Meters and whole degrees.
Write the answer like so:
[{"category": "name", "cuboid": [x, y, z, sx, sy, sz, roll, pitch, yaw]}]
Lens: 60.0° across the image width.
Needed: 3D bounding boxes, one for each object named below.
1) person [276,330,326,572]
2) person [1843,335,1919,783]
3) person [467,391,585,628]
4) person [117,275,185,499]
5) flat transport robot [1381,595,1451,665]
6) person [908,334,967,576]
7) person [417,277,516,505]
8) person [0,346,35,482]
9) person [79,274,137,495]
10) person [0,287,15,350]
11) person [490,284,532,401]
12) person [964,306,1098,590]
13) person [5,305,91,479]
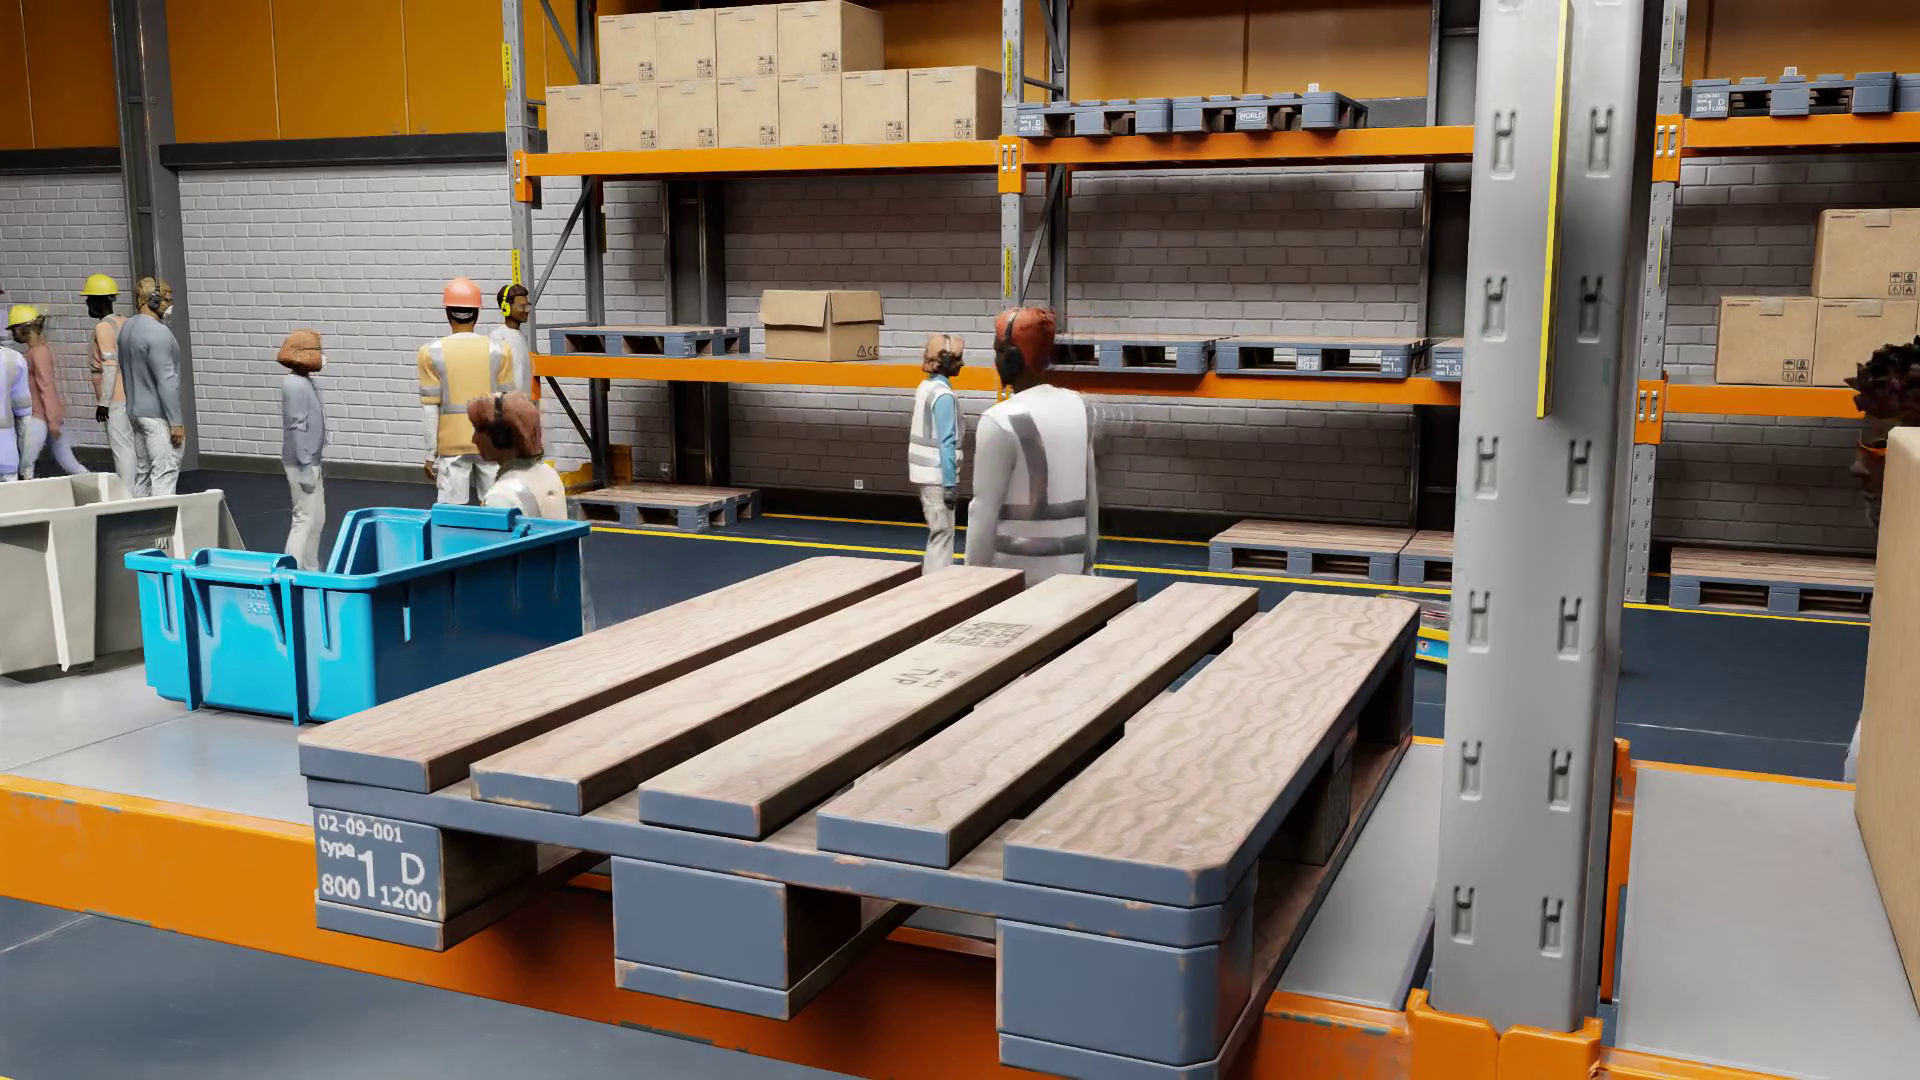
[{"category": "person", "cuboid": [-3.904, -0.418, 9.893, 0.320, 1.648, 0.517, -2, 10, -14]}, {"category": "person", "cuboid": [1.674, 0.601, 2.889, 1.032, 1.906, 0.625, 5, 11, 25]}, {"category": "person", "cuboid": [-1.496, 0.319, 5.470, 0.768, 1.609, 0.536, 1, 10, 9]}, {"category": "person", "cuboid": [-5.428, -0.811, 11.251, 0.627, 1.935, 0.371, 8, 13, 41]}, {"category": "flat transport robot", "cuboid": [2.503, 0.483, 8.468, 0.652, 0.197, 1.431, -9, 13, -43]}, {"category": "person", "cuboid": [-0.106, -0.321, 9.214, 0.359, 1.632, 0.537, -2, 10, -14]}, {"category": "person", "cuboid": [-2.846, -0.547, 9.655, 0.543, 1.939, 0.362, -4, 10, -22]}, {"category": "person", "cuboid": [-5.146, -0.386, 8.704, 0.377, 1.933, 0.587, 8, 12, 38]}, {"category": "person", "cuboid": [-6.835, -1.169, 13.410, 0.371, 1.929, 0.584, -2, 10, -12]}, {"category": "person", "cuboid": [-9.489, -1.649, 16.289, 0.548, 1.925, 0.386, 1, 10, 4]}, {"category": "person", "cuboid": [-3.231, -0.914, 12.080, 0.309, 1.863, 0.535, 1, 10, 5]}, {"category": "person", "cuboid": [0.231, 0.119, 5.864, 0.421, 1.870, 0.614, 8, 12, 39]}, {"category": "person", "cuboid": [-6.965, -0.939, 12.697, 0.890, 1.710, 0.507, -5, 11, -26]}]
